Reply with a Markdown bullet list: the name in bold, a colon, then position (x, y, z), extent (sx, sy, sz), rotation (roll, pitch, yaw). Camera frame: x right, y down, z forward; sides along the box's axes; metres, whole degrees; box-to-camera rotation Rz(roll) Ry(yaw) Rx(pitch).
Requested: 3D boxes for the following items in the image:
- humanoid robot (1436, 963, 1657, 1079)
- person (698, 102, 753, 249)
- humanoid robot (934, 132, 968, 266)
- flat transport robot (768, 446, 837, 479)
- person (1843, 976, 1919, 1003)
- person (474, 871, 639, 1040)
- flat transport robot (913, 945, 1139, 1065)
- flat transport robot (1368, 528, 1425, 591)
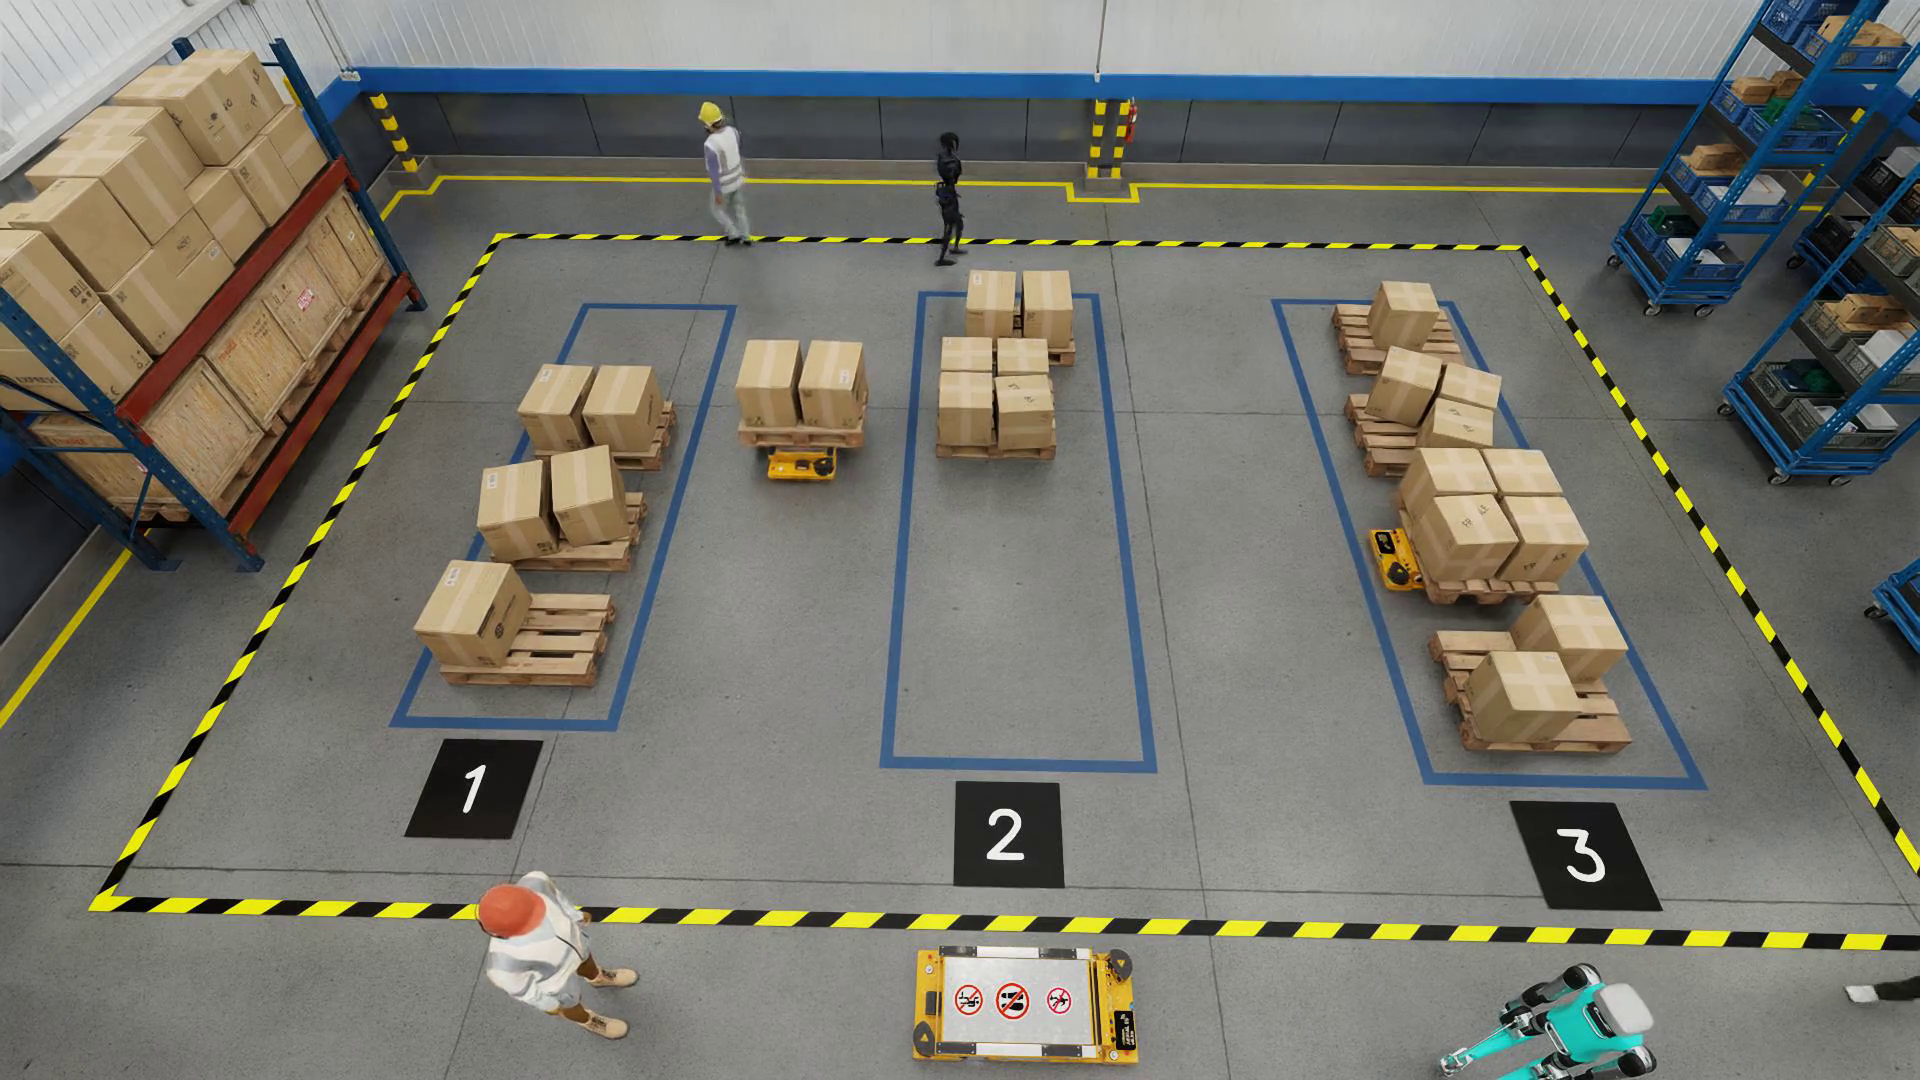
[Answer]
- **humanoid robot**: position (3.093, 2.873, 5.111), extent (0.735, 1.675, 0.533), rotation (-11, 52, -9)
- **person**: position (-2.831, -4.338, 11.022), extent (0.473, 1.813, 0.626), rotation (20, 54, 16)
- **humanoid robot**: position (-0.099, -4.016, 10.853), extent (0.457, 1.643, 0.599), rotation (-7, 51, -6)
- **flat transport robot**: position (-1.558, -1.207, 9.452), extent (0.652, 0.197, 1.431), rotation (1, 51, 1)
- **person**: position (6.297, 2.441, 5.497), extent (0.956, 1.802, 0.614), rotation (2, 51, 2)
- **person**: position (-2.325, 2.432, 5.360), extent (0.393, 2.043, 0.607), rotation (1, 51, 1)
- **flat transport robot**: position (0.422, 3.041, 6.007), extent (1.431, 0.231, 0.659), rotation (1, 51, 1)
- **flat transport robot**: position (4.549, 0.153, 8.343), extent (1.431, 0.197, 0.652), rotation (1, 51, 1)
